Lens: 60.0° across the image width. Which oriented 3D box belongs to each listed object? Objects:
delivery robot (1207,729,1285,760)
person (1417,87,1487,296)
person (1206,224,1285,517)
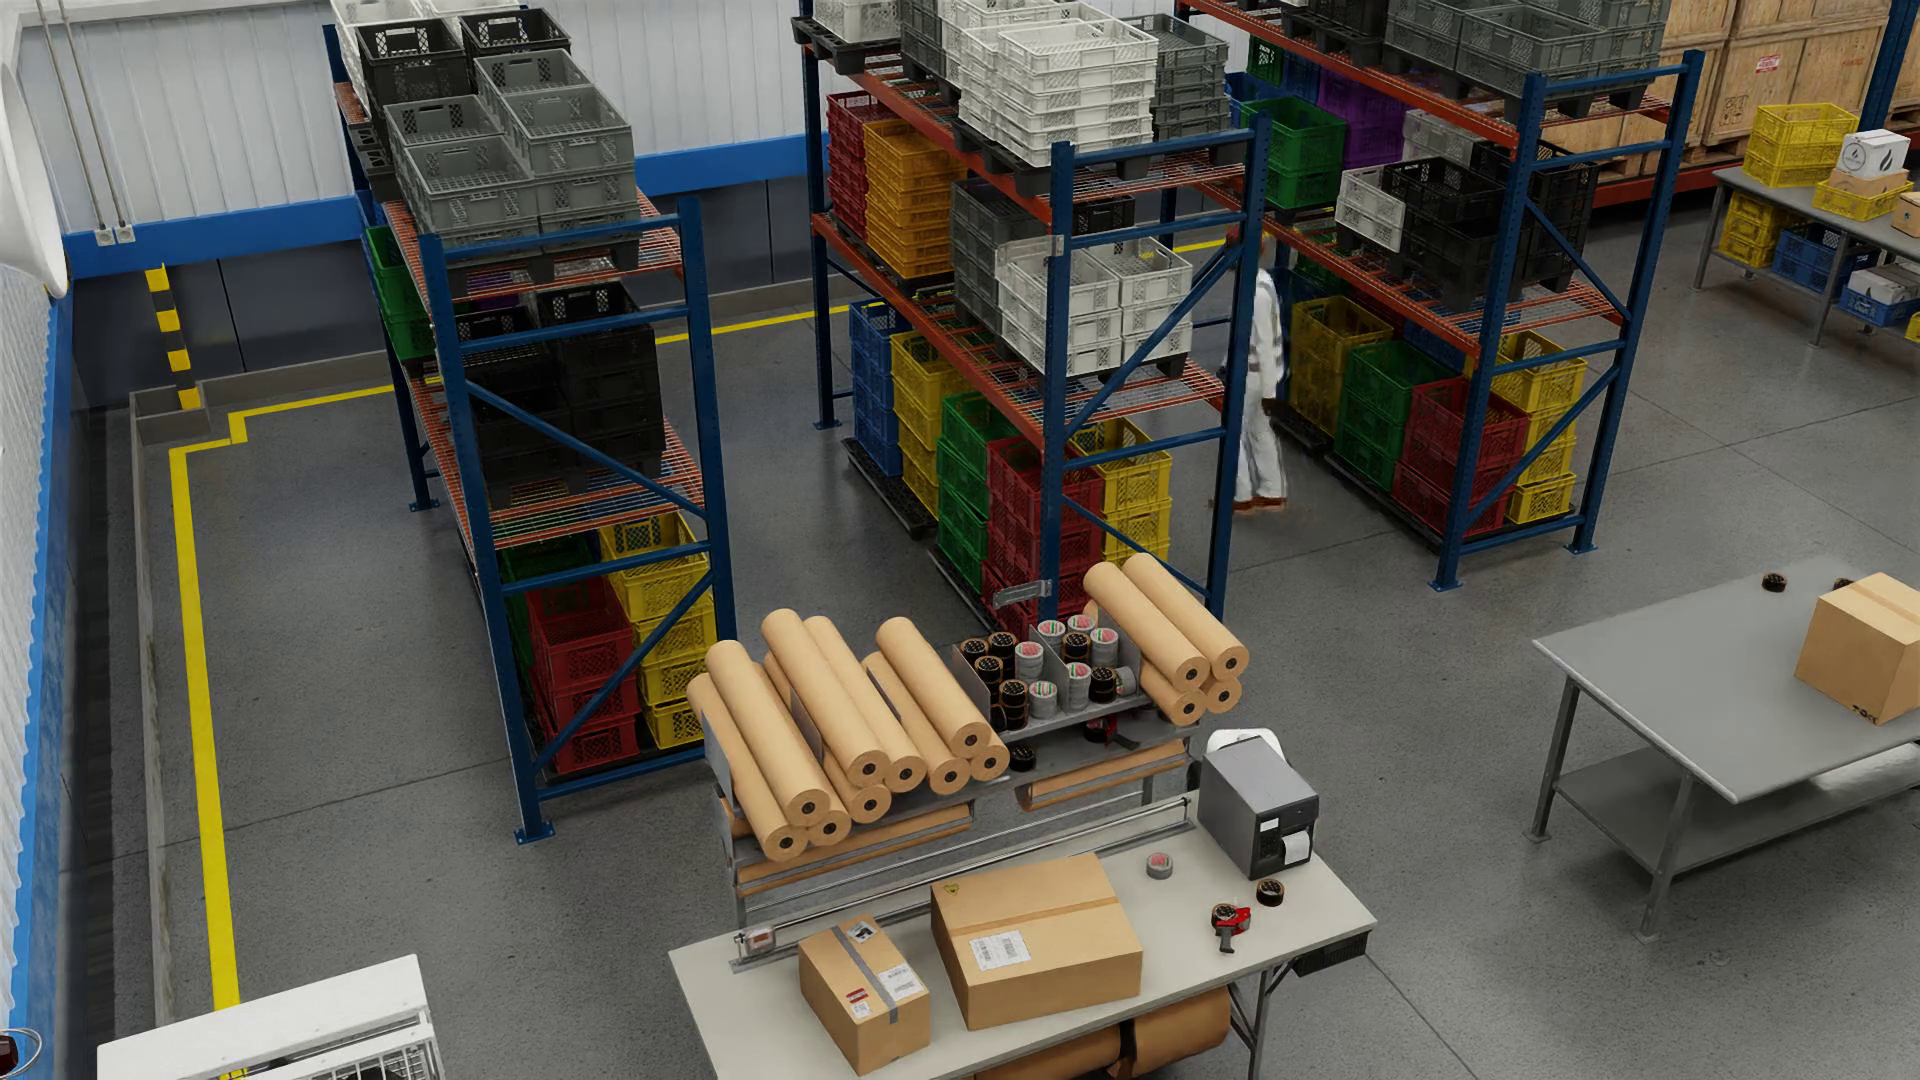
[{"bbox_3d":[1.356,1.171,7.688,0.477,0.478,0.707,-1,32,-1],"label":"delivery robot"},{"bbox_3d":[3.722,-2.685,12.779,0.650,1.884,1.052,3,32,4],"label":"person"},{"bbox_3d":[1.785,-1.010,10.092,0.581,1.844,0.609,5,32,8],"label":"person"}]
